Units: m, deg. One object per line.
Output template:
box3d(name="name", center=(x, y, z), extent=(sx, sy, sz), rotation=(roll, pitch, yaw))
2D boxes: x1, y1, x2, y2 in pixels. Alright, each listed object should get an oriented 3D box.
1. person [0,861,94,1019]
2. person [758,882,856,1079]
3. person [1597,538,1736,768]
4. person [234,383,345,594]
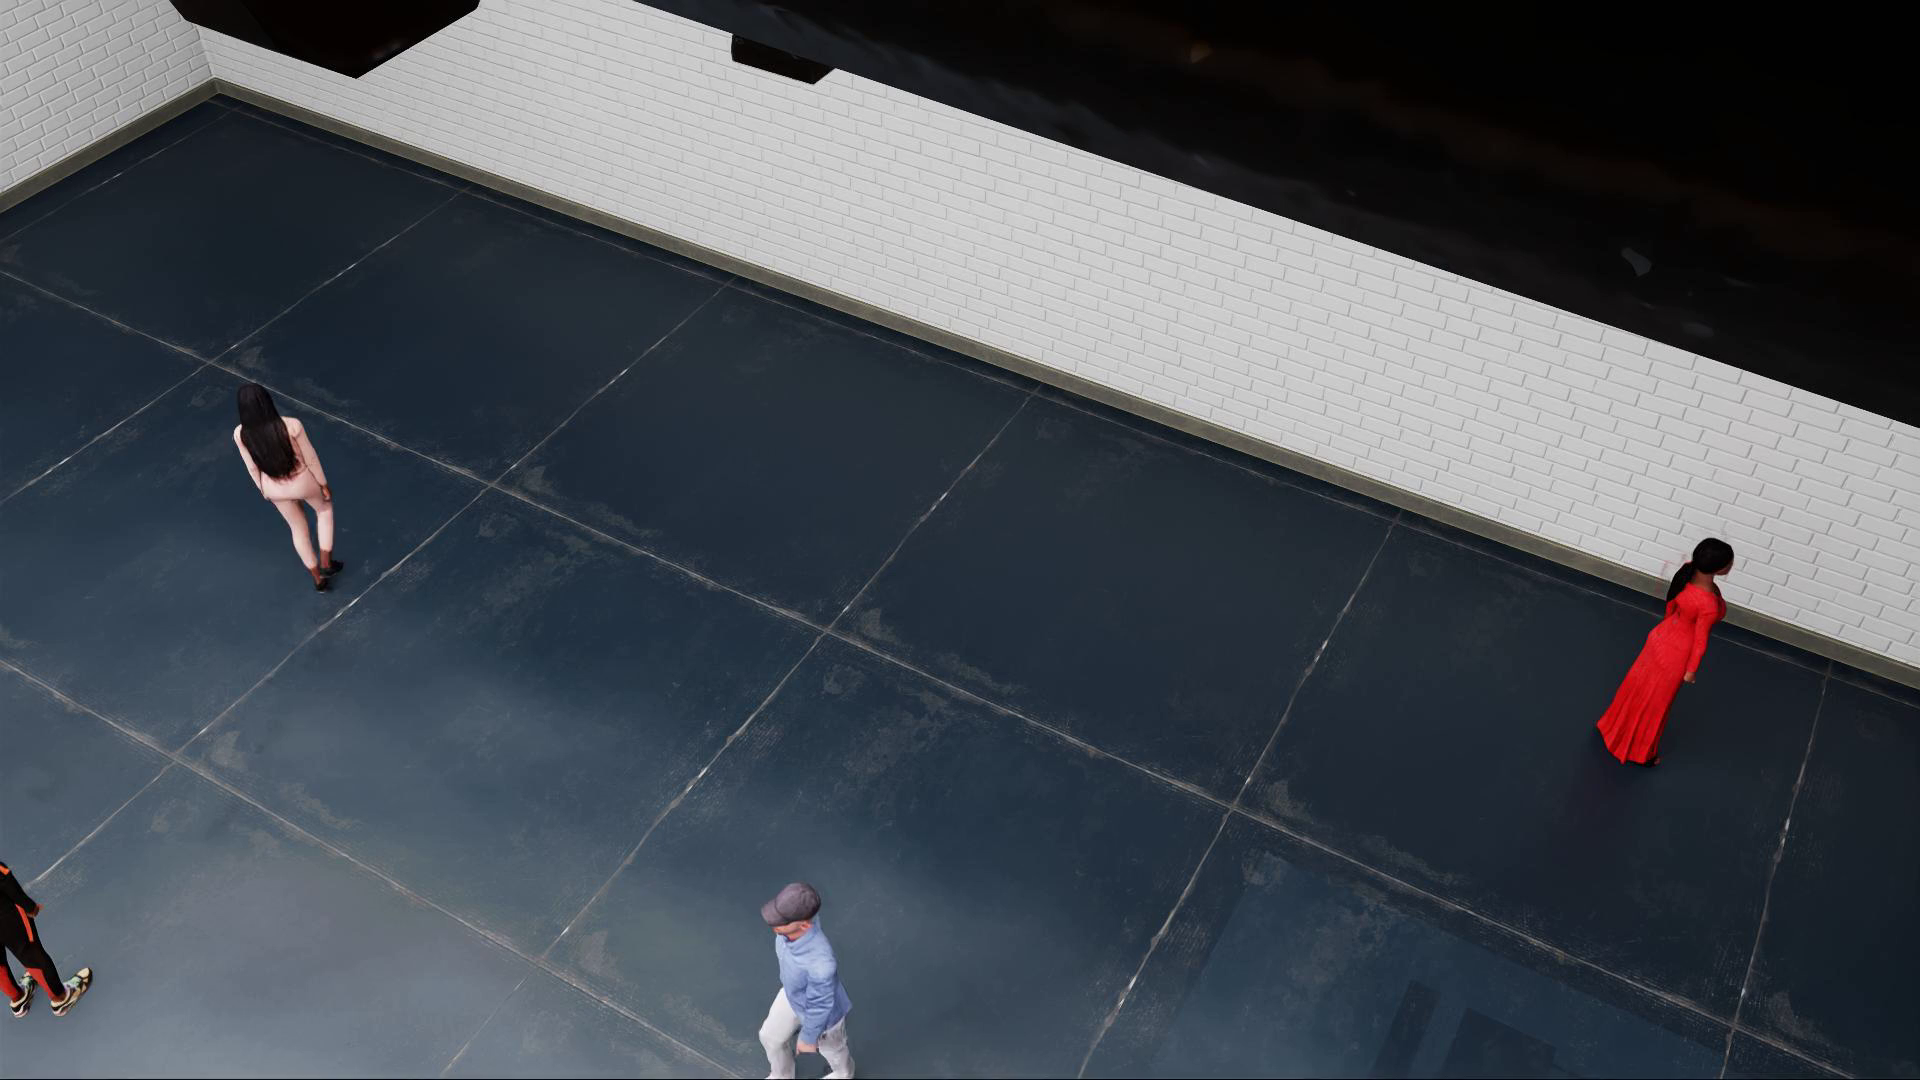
box3d(name="person", center=(-5.130, 1.904, 8.713), extent=(0.708, 1.807, 0.698), rotation=(1, 44, 1))
box3d(name="person", center=(-0.658, 2.248, 8.309), extent=(0.990, 1.867, 0.910), rotation=(-19, 47, -19))
box3d(name="person", center=(4.284, 0.667, 10.035), extent=(0.797, 1.785, 0.709), rotation=(0, 44, 0))
box3d(name="person", center=(-4.463, -0.282, 11.081), extent=(0.748, 1.707, 0.788), rotation=(-5, 44, -5))
